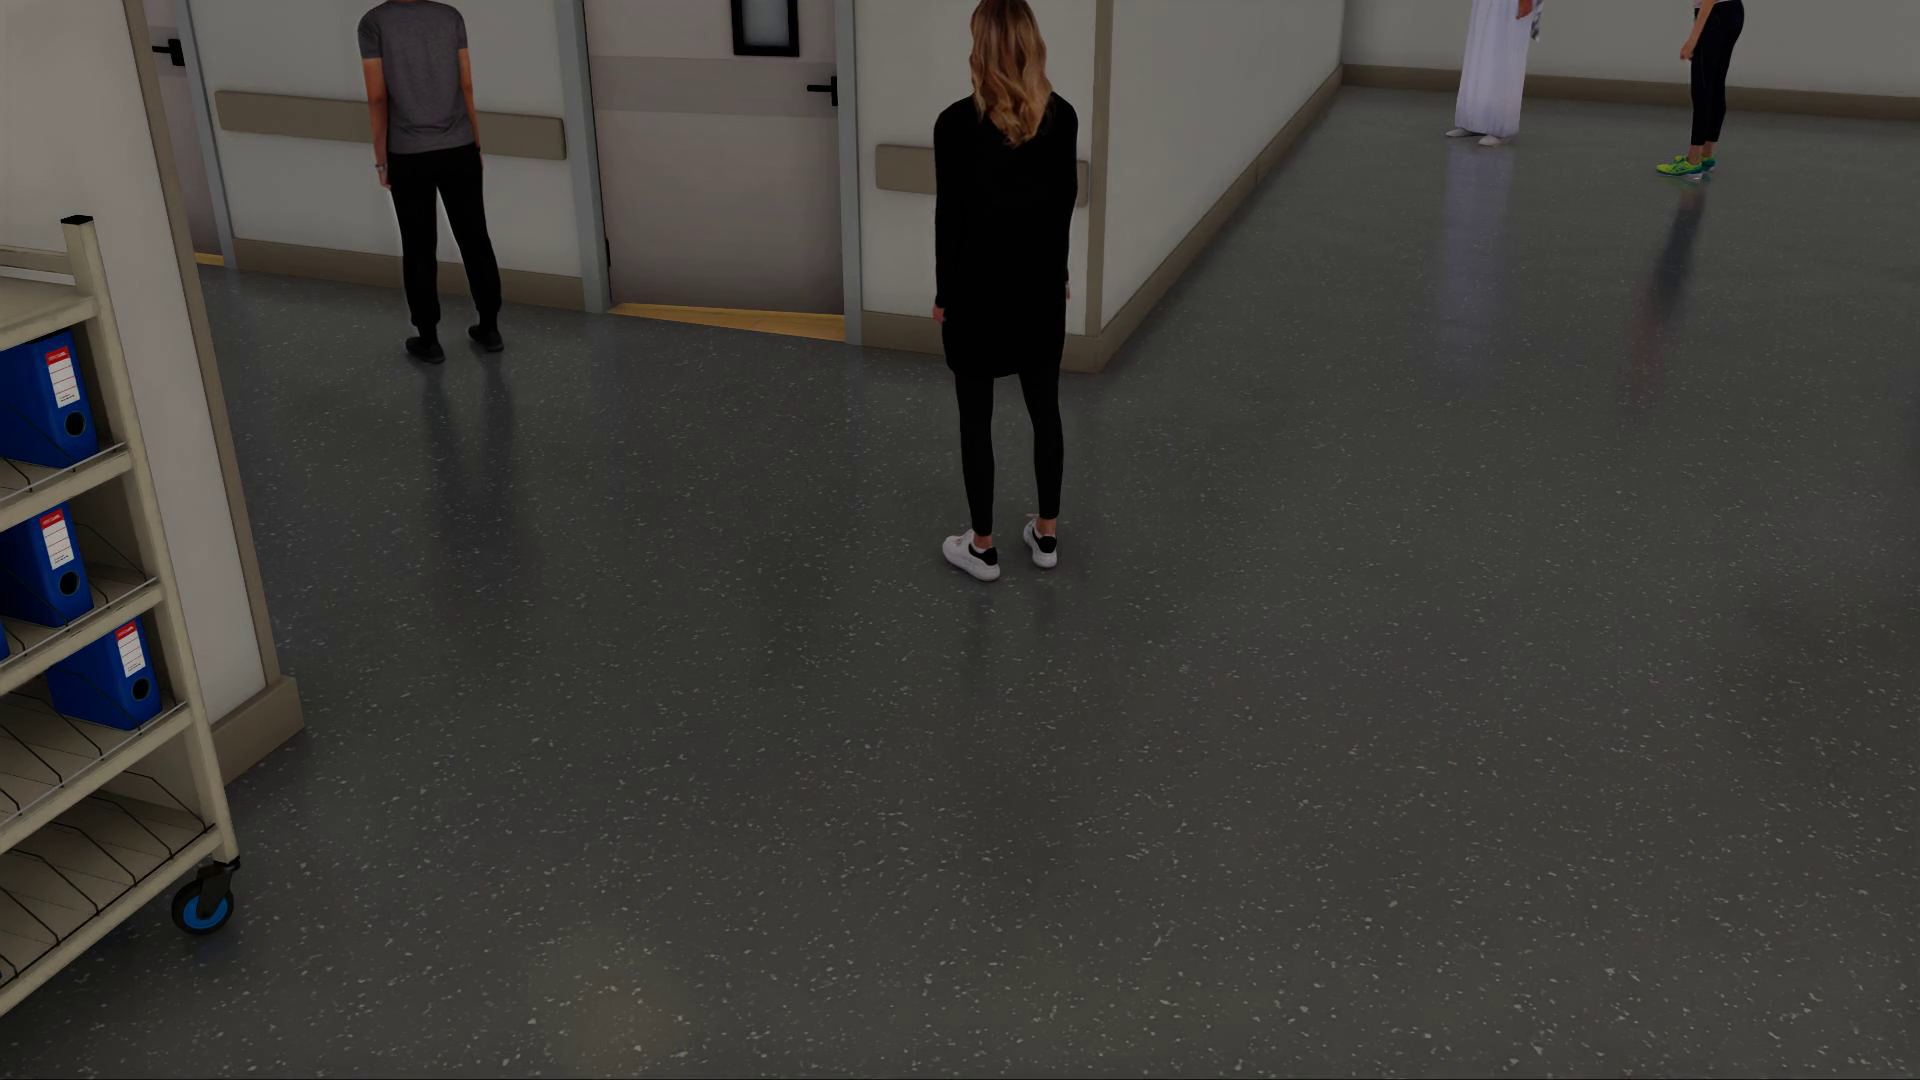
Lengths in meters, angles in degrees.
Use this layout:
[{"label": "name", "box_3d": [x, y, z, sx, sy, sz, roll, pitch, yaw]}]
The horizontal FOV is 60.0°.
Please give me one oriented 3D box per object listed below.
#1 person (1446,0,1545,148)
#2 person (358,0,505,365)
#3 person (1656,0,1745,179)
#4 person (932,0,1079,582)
[{"label": "person", "box_3d": [3.561, -3.571, 10.813, 0.850, 1.927, 0.800, -13, 29, -25]}, {"label": "person", "box_3d": [-2.219, -1.635, 6.997, 0.672, 1.754, 0.749, -14, 29, -27]}, {"label": "person", "box_3d": [4.557, -3.065, 10.023, 0.735, 1.702, 0.609, 23, 34, 39]}, {"label": "person", "box_3d": [0.136, -0.740, 5.088, 0.666, 1.800, 0.716, -10, 28, -20]}]
